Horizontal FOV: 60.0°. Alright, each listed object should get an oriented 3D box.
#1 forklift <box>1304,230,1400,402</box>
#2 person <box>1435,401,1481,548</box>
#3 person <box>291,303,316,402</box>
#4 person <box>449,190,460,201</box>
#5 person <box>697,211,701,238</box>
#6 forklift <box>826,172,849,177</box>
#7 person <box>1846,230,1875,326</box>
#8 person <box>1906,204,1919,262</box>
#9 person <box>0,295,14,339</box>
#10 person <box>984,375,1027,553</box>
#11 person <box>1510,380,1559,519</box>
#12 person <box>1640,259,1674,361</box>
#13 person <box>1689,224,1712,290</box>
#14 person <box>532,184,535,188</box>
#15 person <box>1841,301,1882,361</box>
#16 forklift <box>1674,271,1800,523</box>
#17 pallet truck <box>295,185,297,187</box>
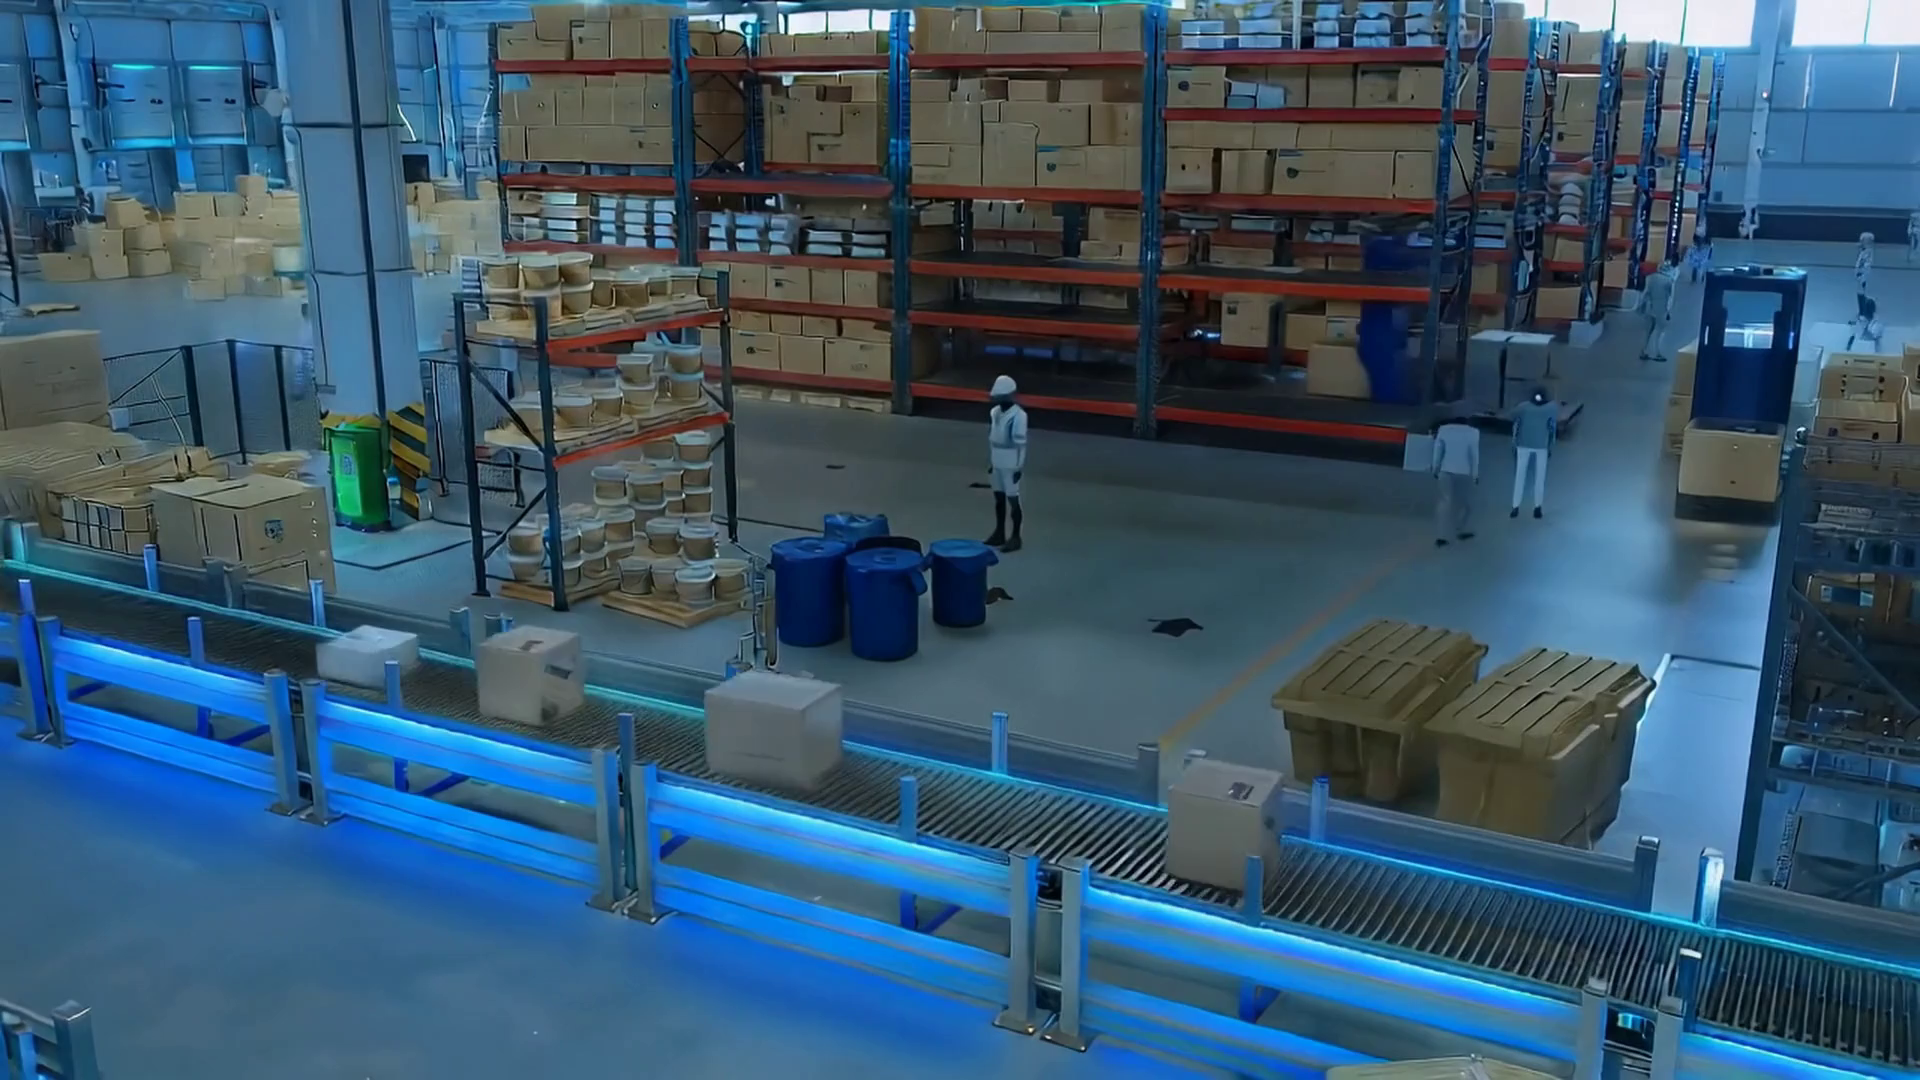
[{"bbox_3d":[6.443,-3.376,25.790,1.873,2.768,1.129,8,17,28],"label":"forklift"},{"bbox_3d":[5.490,-0.738,18.316,0.519,1.594,0.769,13,20,40],"label":"person"},{"bbox_3d":[-10.523,-3.066,27.084,0.532,1.592,0.858,11,18,36],"label":"person"},{"bbox_3d":[-16.170,-10.241,53.403,0.635,1.936,0.354,-11,18,-35],"label":"person"},{"bbox_3d":[-6.833,-7.876,44.405,0.623,1.992,0.396,-14,20,-41],"label":"person"},{"bbox_3d":[-4.584,-13.150,62.533,1.129,2.768,1.873,8,17,28],"label":"forklift"},{"bbox_3d":[19.521,-5.662,35.987,0.384,2.041,0.615,5,16,19],"label":"person"},{"bbox_3d":[28.840,-9.303,50.072,0.439,1.829,0.602,-13,20,-41],"label":"person"},{"bbox_3d":[-15.512,-3.109,26.927,0.533,1.765,0.326,3,15,11],"label":"person"},{"bbox_3d":[0.481,-0.829,18.015,0.346,1.942,0.546,-13,20,-40],"label":"person"},{"bbox_3d":[6.714,-1.063,19.477,0.500,1.636,0.282,5,16,18],"label":"person"},{"bbox_3d":[13.094,-4.299,31.151,0.399,1.900,0.643,-6,16,-23],"label":"person"},{"bbox_3d":[19.057,-7.300,42.849,0.540,1.684,0.582,7,17,26],"label":"person"},{"bbox_3d":[-17.015,-13.483,66.069,0.530,1.689,0.322,3,15,12],"label":"person"},{"bbox_3d":[14.597,-3.053,26.936,0.895,1.640,0.541,0,15,-1],"label":"person"},{"bbox_3d":[9.269,-1.763,19.726,1.129,2.768,1.873,8,17,27],"label":"forklift"},{"bbox_3d":[-26.804,-14.617,69.738,1.885,1.965,0.823,-14,20,-42],"label":"pallet truck"}]
